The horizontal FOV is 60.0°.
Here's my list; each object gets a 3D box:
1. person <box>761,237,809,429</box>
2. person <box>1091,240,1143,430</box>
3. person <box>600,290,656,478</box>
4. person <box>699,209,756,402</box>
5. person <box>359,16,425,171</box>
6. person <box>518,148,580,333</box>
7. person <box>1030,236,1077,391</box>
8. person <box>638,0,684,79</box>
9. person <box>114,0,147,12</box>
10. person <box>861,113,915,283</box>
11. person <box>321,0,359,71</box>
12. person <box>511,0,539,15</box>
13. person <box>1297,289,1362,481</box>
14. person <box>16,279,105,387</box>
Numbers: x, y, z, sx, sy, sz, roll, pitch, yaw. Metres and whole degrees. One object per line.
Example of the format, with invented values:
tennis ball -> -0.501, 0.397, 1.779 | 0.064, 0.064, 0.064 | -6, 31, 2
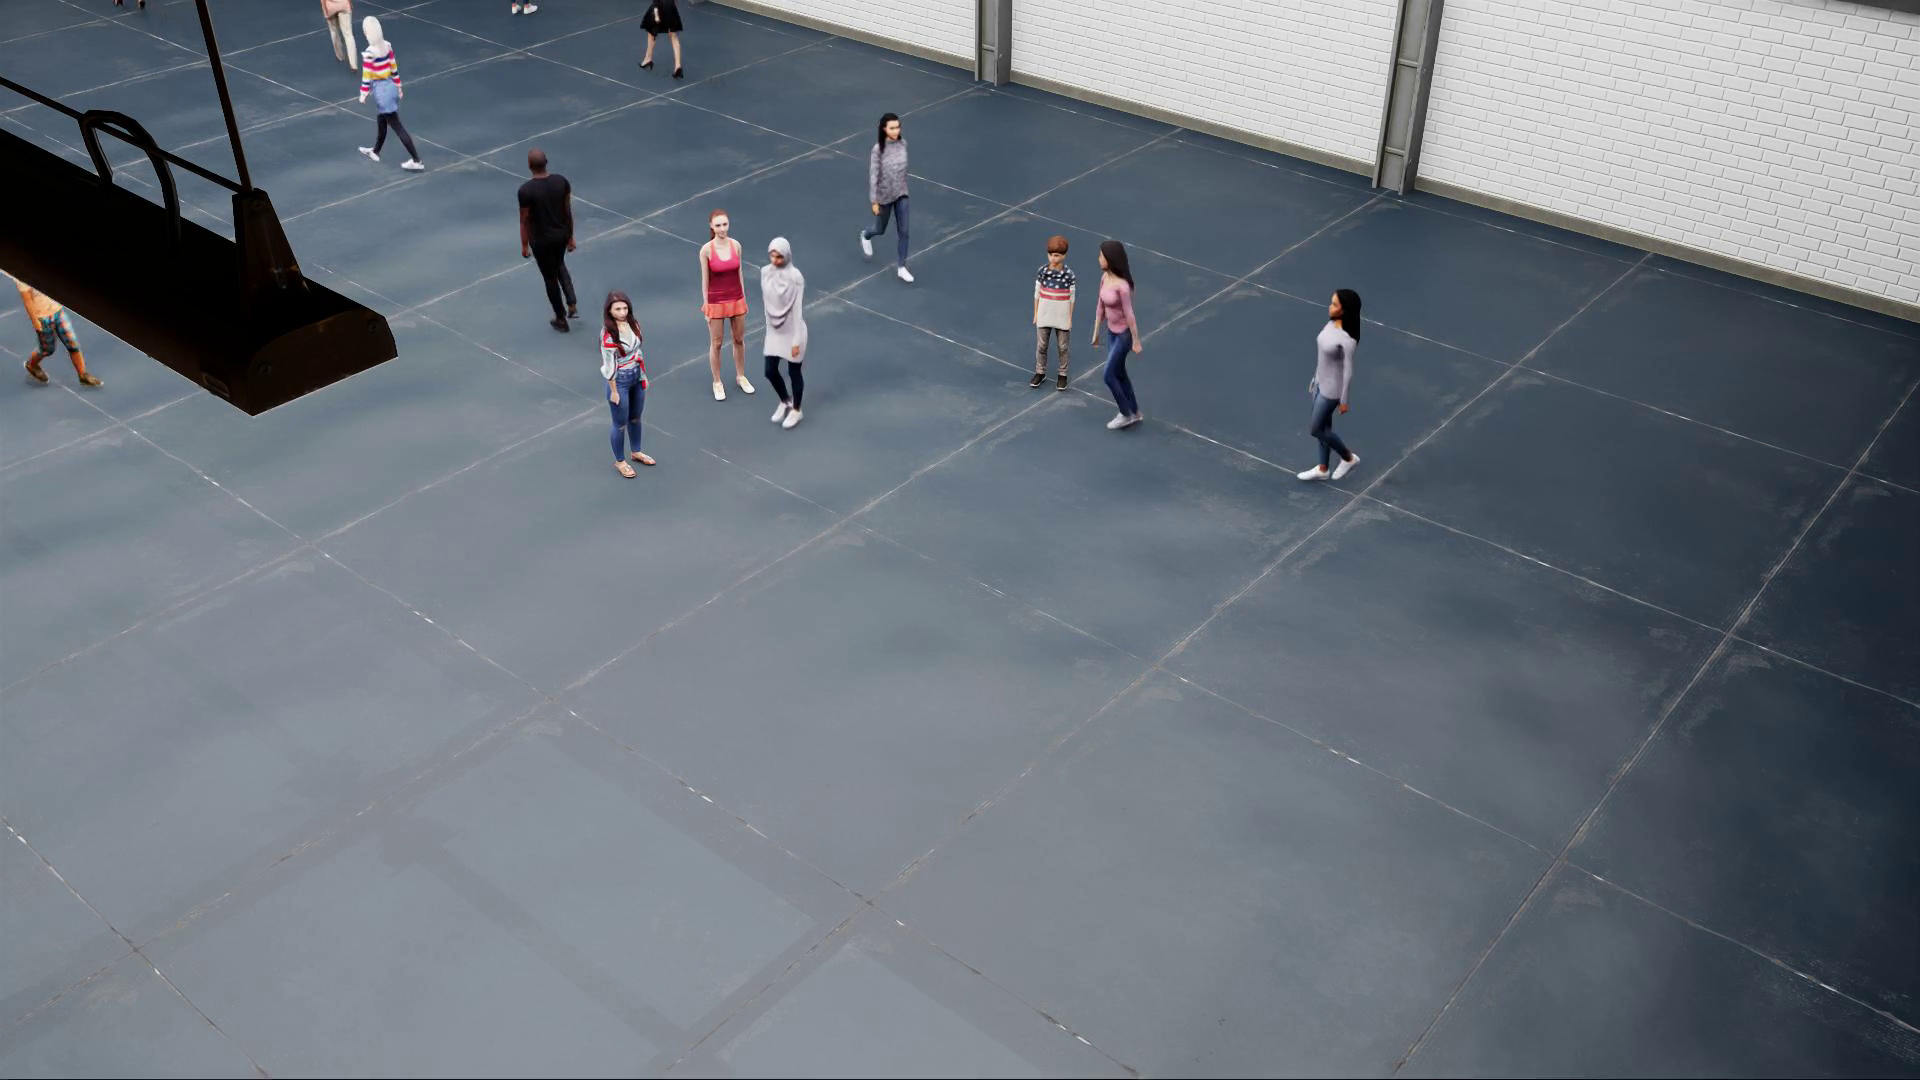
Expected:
person -> -1.435, -1.798, 14.283 | 0.564, 1.763, 0.713 | 18, 38, 25
person -> 1.433, -1.741, 14.240 | 0.805, 1.716, 0.743 | -17, 37, -23
person -> -2.758, -1.306, 13.679 | 0.523, 1.612, 0.597 | 21, 39, 29
person -> -2.081, -2.106, 14.755 | 0.645, 1.754, 0.667 | -17, 37, -23
person -> -6.582, -5.134, 19.301 | 1.189, 1.764, 0.982 | 6, 34, 9
person -> -3.842, -2.797, 15.744 | 0.694, 1.810, 0.683 | -27, 42, -35
person -> 0.846, -2.052, 14.958 | 0.546, 1.439, 0.648 | 8, 34, 12
person -> -3.890, -7.018, 22.175 | 1.033, 1.720, 0.711 | 19, 38, 26
person -> -12.481, -8.658, 24.741 | 0.986, 1.611, 0.575 | 26, 42, 33
person -> -0.746, -3.523, 16.929 | 0.819, 1.708, 1.132 | -20, 39, -28
person -> -8.369, -7.154, 22.419 | 0.901, 1.677, 1.242 | -18, 37, -24
person -> -6.645, -8.750, 24.732 | 0.583, 1.774, 0.718 | 9, 35, 14
person -> 3.092, -1.228, 13.461 | 0.862, 1.725, 0.801 | -3, 34, -4
person -> -8.236, -2.016, 14.905 | 1.016, 1.437, 0.762 | 10, 35, 14
